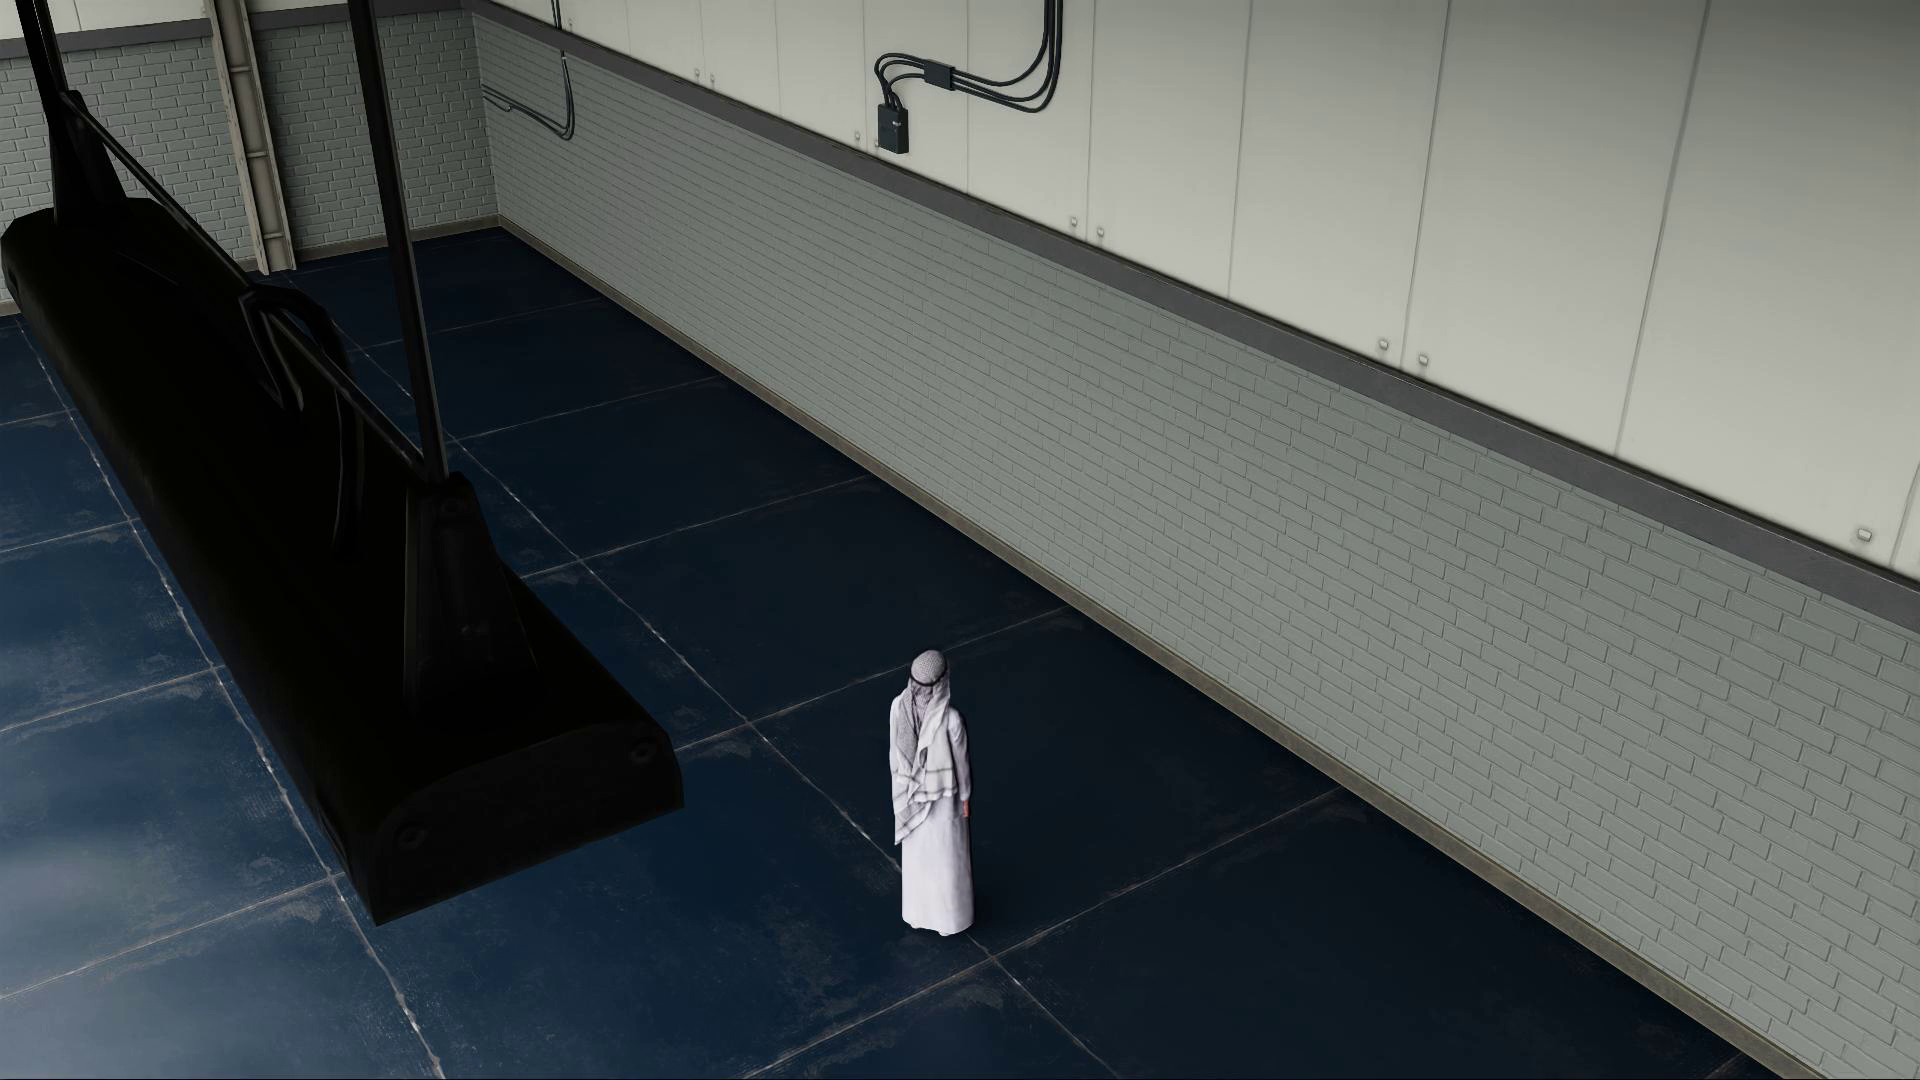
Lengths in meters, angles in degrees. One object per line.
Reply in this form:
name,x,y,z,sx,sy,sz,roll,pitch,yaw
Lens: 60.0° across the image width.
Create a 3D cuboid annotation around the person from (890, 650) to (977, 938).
person,-0.161,1.479,9.709,0.793,1.927,0.810,13,31,23
